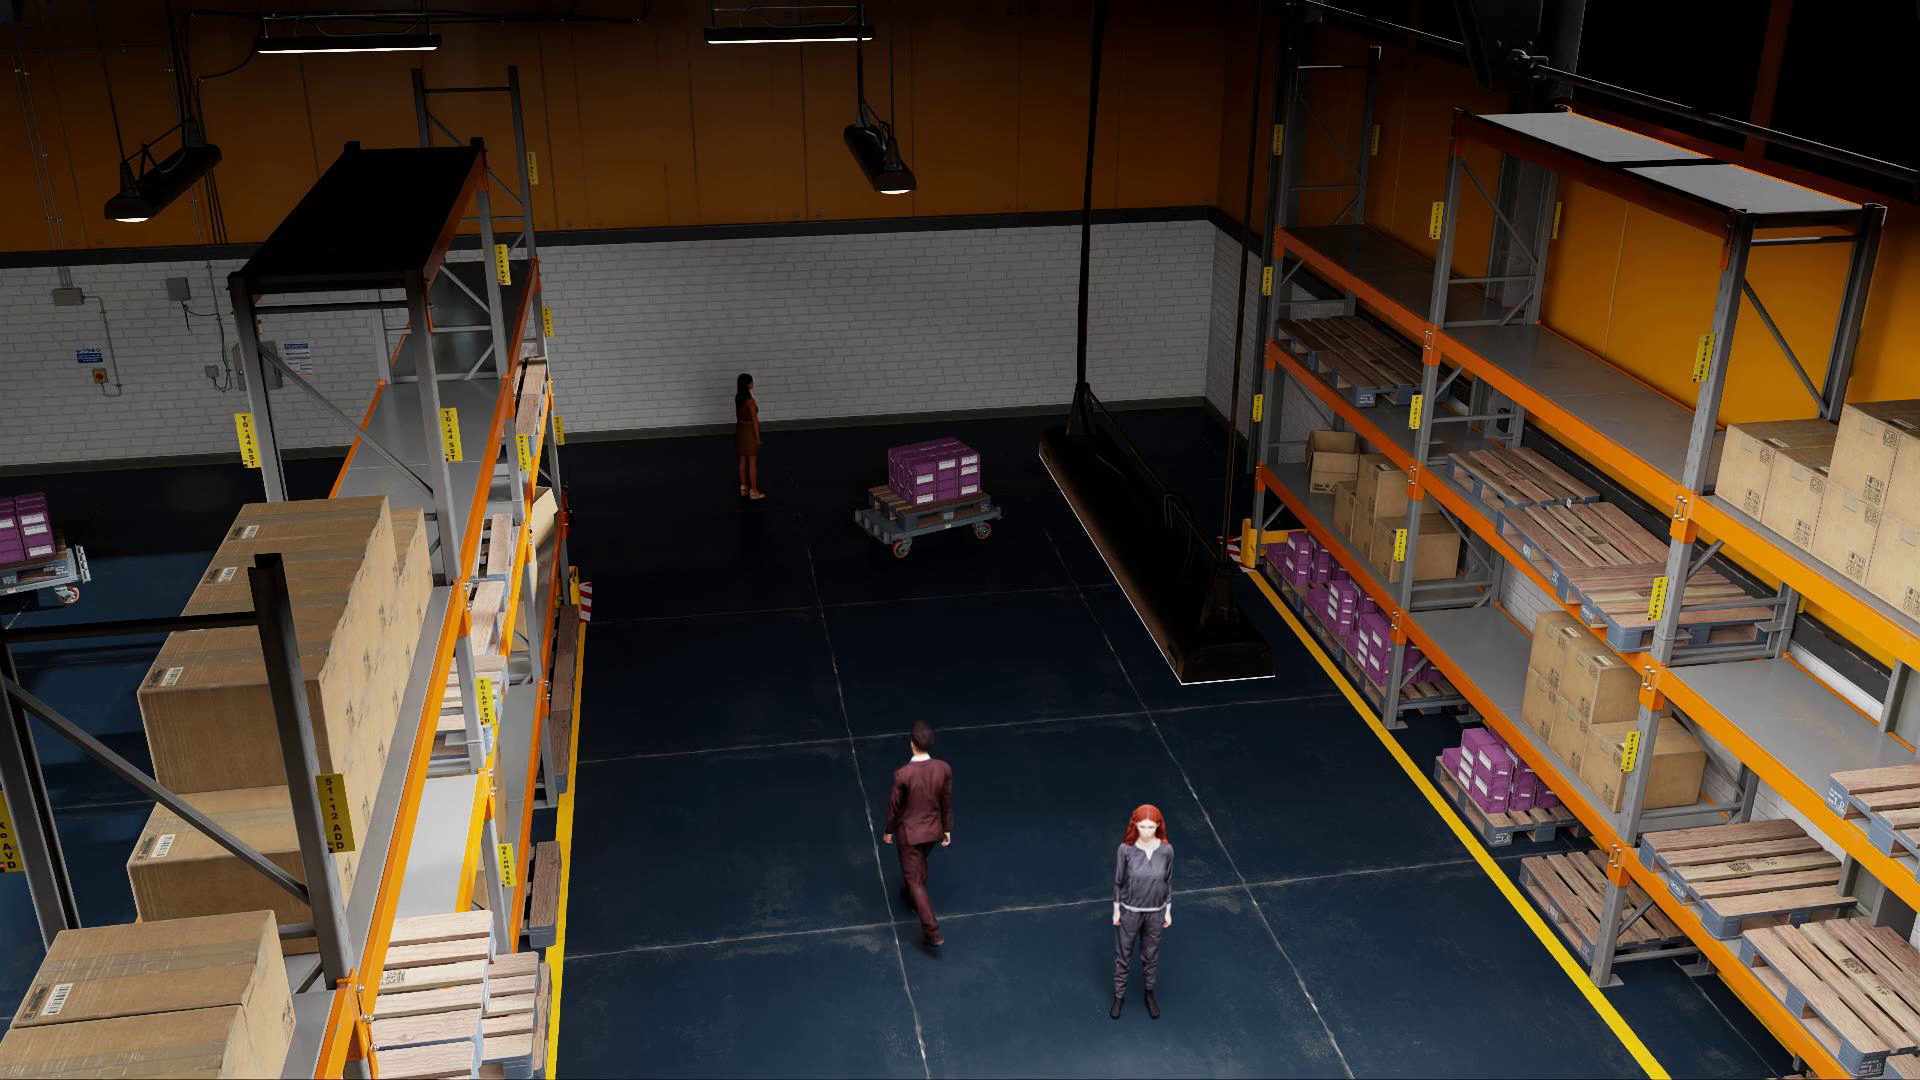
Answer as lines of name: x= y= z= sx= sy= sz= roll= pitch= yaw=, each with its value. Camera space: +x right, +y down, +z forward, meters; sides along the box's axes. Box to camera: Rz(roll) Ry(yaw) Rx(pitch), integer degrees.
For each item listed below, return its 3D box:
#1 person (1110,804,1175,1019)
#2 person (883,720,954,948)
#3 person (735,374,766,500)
person: x=1.337 y=2.722 z=12.241 sx=0.614 sy=1.779 sz=0.553 roll=0 pitch=24 yaw=0
person: x=-0.297 y=2.330 z=13.059 sx=0.937 sy=1.842 sz=1.256 roll=-13 pitch=27 yaw=-27
person: x=-2.770 y=-1.360 z=21.691 sx=0.702 sy=1.690 sz=0.598 roll=-18 pitch=30 yaw=-36
